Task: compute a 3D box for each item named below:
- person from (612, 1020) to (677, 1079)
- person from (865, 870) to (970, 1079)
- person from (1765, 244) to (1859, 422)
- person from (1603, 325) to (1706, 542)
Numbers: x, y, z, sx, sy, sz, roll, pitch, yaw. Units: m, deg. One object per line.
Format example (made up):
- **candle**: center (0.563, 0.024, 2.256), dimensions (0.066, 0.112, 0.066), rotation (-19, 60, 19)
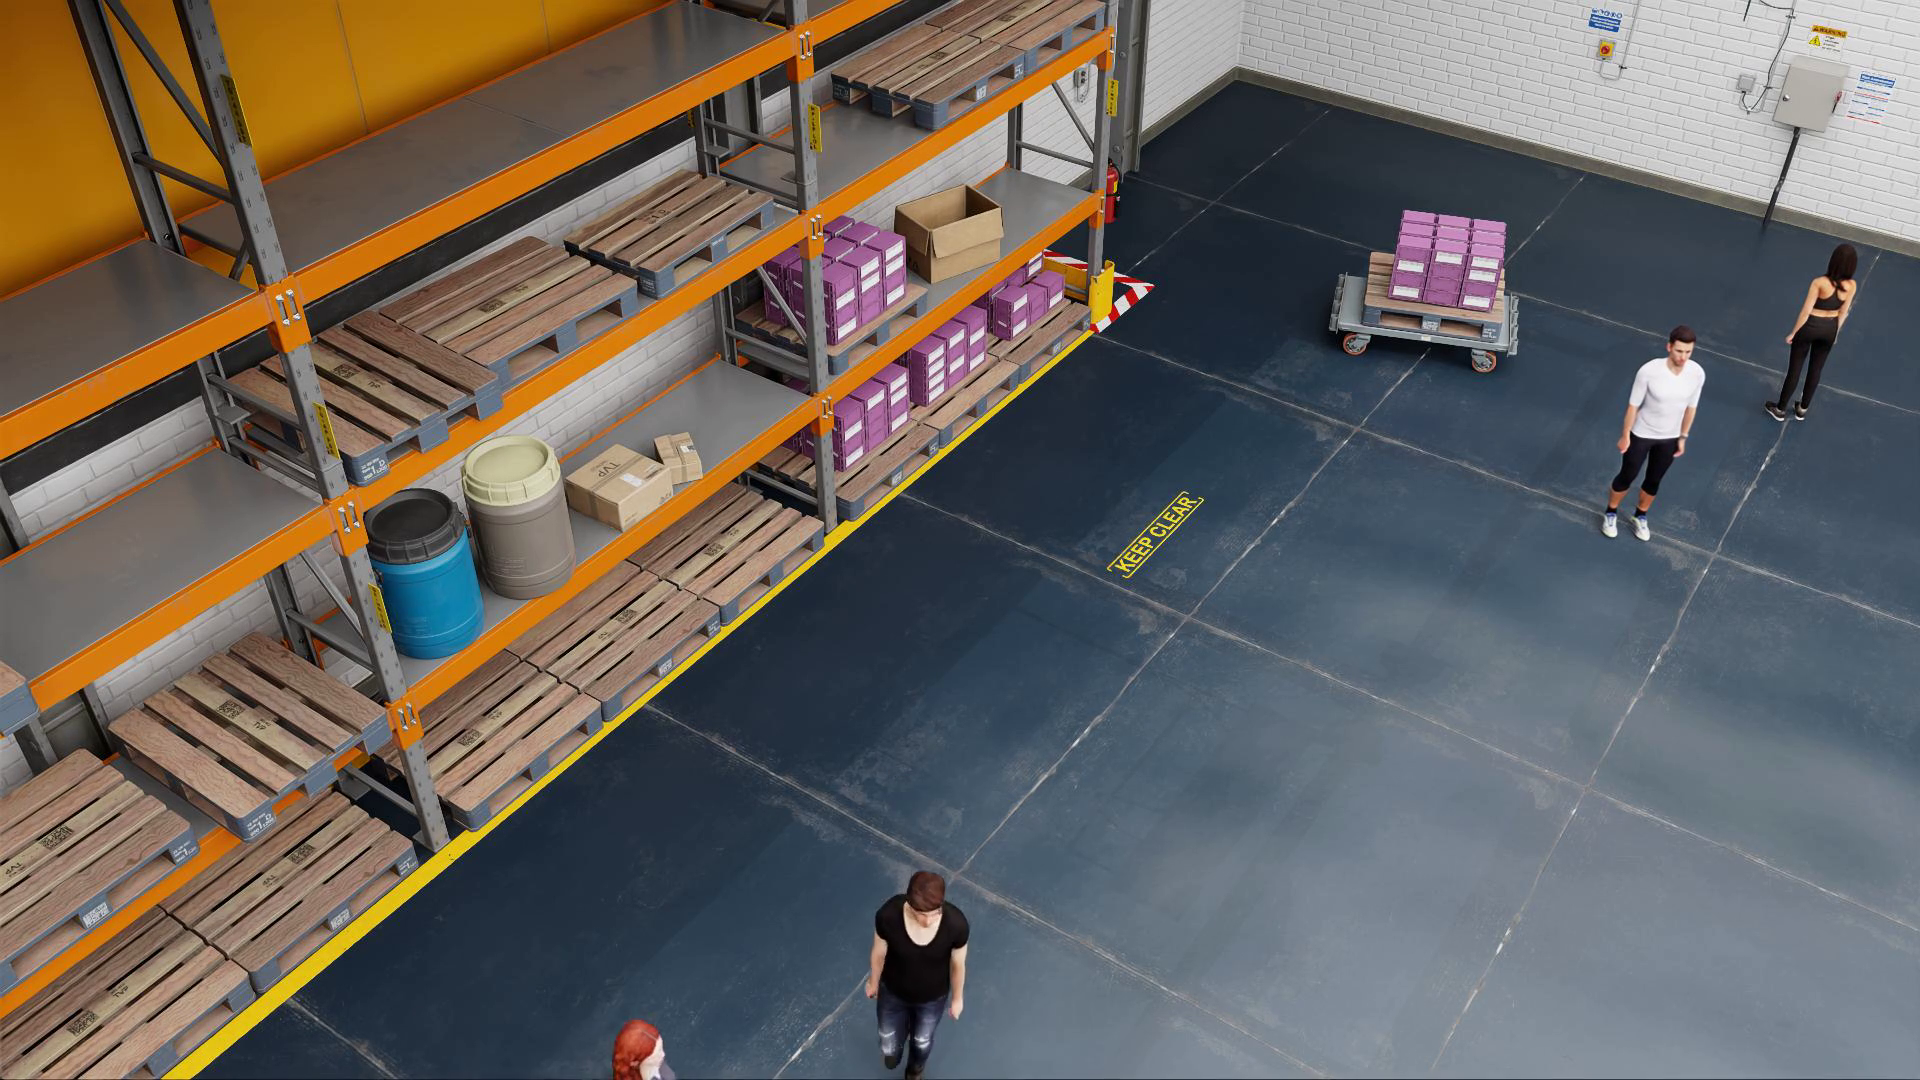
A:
- **person**: center (-1.587, 2.913, 8.056), dimensions (0.979, 1.728, 1.213), rotation (7, 39, 9)
- **person**: center (-0.217, 2.268, 8.747), dimensions (0.888, 1.873, 0.942), rotation (7, 39, 8)
- **person**: center (7.182, -1.735, 13.944), dimensions (0.629, 1.644, 0.647), rotation (2, 39, 2)
- **person**: center (5.283, -0.825, 12.641), dimensions (0.740, 1.848, 0.749), rotation (2, 39, 3)
